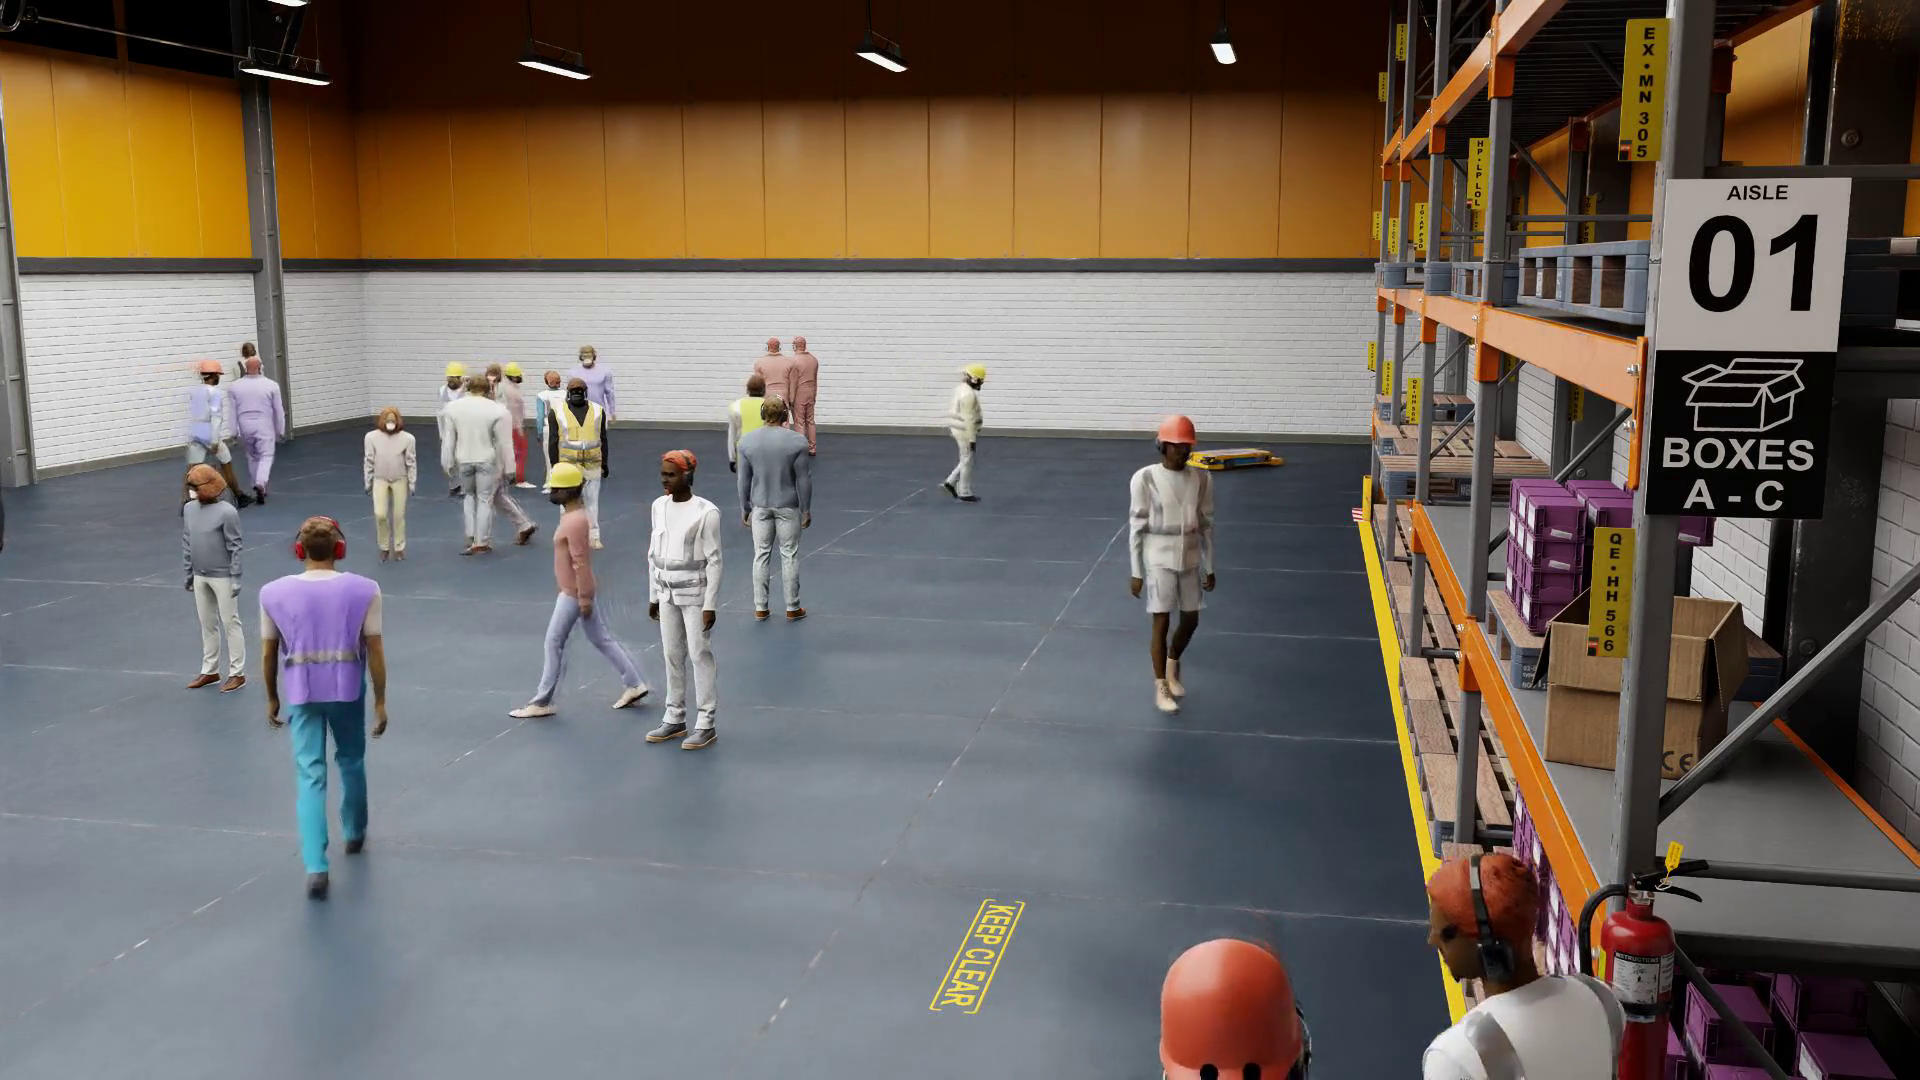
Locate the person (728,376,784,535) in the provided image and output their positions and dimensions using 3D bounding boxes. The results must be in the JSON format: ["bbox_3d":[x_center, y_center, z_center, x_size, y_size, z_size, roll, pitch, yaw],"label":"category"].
[{"bbox_3d":[-2.265,-0.945,18.675,0.642,1.792,0.979,1,9,3],"label":"person"}]

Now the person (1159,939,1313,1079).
[{"bbox_3d":[0.506,1.603,2.911,0.664,1.946,0.998,0,9,1],"label":"person"}]

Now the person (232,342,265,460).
[{"bbox_3d":[-11.020,-2.159,25.875,0.510,1.828,0.501,0,9,-3],"label":"person"}]

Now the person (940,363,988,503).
[{"bbox_3d":[0.096,-1.342,21.038,0.513,1.796,0.629,-1,9,-6],"label":"person"}]

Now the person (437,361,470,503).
[{"bbox_3d":[-6.370,-1.361,21.097,0.592,1.810,0.441,1,10,8],"label":"person"}]

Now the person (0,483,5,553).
[{"bbox_3d":[-7.958,-0.079,13.236,0.608,1.865,1.029,-8,12,-40],"label":"person"}]

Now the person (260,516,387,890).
[{"bbox_3d":[-3.141,0.781,8.250,0.572,1.801,0.938,-4,10,-20],"label":"person"}]

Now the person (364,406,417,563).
[{"bbox_3d":[-5.774,-0.561,16.874,0.520,1.604,0.519,-3,10,-17],"label":"person"}]

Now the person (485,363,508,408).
[{"bbox_3d":[-6.703,-1.777,24.207,0.514,1.603,0.502,4,10,22],"label":"person"}]

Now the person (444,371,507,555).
[{"bbox_3d":[-5.029,-0.808,17.439,0.661,1.919,0.567,0,9,1],"label":"person"}]

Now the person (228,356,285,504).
[{"bbox_3d":[-8.979,-1.410,21.232,0.655,1.879,0.867,-1,9,-5],"label":"person"}]

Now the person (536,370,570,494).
[{"bbox_3d":[-5.344,-1.416,21.951,0.514,1.641,0.307,-8,13,-41],"label":"person"}]

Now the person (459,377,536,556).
[{"bbox_3d":[-4.916,-0.806,17.609,0.934,1.872,0.660,-9,13,-43],"label":"person"}]

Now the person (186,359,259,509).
[{"bbox_3d":[-9.096,-1.256,20.274,0.559,1.871,1.026,5,11,27],"label":"person"}]

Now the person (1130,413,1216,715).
[{"bbox_3d":[1.454,0.142,11.394,0.632,2.039,0.581,-3,10,-17],"label":"person"}]

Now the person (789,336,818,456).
[{"bbox_3d":[-2.506,-2.241,26.125,0.402,1.904,0.652,6,11,34],"label":"person"}]

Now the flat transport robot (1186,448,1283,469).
[{"bbox_3d":[4.074,-1.224,24.907,1.431,0.197,0.652,-5,11,-30],"label":"flat transport robot"}]

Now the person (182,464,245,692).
[{"bbox_3d":[-5.313,0.268,11.824,0.499,1.633,0.289,4,10,23],"label":"person"}]

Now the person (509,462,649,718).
[{"bbox_3d":[-2.560,0.327,11.178,0.909,1.724,0.532,-2,10,-12],"label":"person"}]

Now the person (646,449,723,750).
[{"bbox_3d":[-1.743,0.370,10.461,0.575,1.883,0.355,6,11,34],"label":"person"}]

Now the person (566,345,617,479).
[{"bbox_3d":[-5.161,-1.774,23.287,0.698,1.913,0.546,-2,10,-15],"label":"person"}]

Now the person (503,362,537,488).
[{"bbox_3d":[-6.005,-1.533,22.400,0.495,1.726,0.569,-2,10,-13],"label":"person"}]

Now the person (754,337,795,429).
[{"bbox_3d":[-2.869,-2.171,25.702,0.642,1.908,0.409,-3,10,-20],"label":"person"}]

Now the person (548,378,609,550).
[{"bbox_3d":[-4.030,-0.798,17.627,0.634,1.840,0.429,-4,10,-25],"label":"person"}]

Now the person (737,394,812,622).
[{"bbox_3d":[-1.563,-0.266,14.125,0.636,1.939,0.362,1,9,6],"label":"person"}]

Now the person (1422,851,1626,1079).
[{"bbox_3d":[1.186,1.553,3.475,0.627,1.844,0.674,-6,11,-31],"label":"person"}]
